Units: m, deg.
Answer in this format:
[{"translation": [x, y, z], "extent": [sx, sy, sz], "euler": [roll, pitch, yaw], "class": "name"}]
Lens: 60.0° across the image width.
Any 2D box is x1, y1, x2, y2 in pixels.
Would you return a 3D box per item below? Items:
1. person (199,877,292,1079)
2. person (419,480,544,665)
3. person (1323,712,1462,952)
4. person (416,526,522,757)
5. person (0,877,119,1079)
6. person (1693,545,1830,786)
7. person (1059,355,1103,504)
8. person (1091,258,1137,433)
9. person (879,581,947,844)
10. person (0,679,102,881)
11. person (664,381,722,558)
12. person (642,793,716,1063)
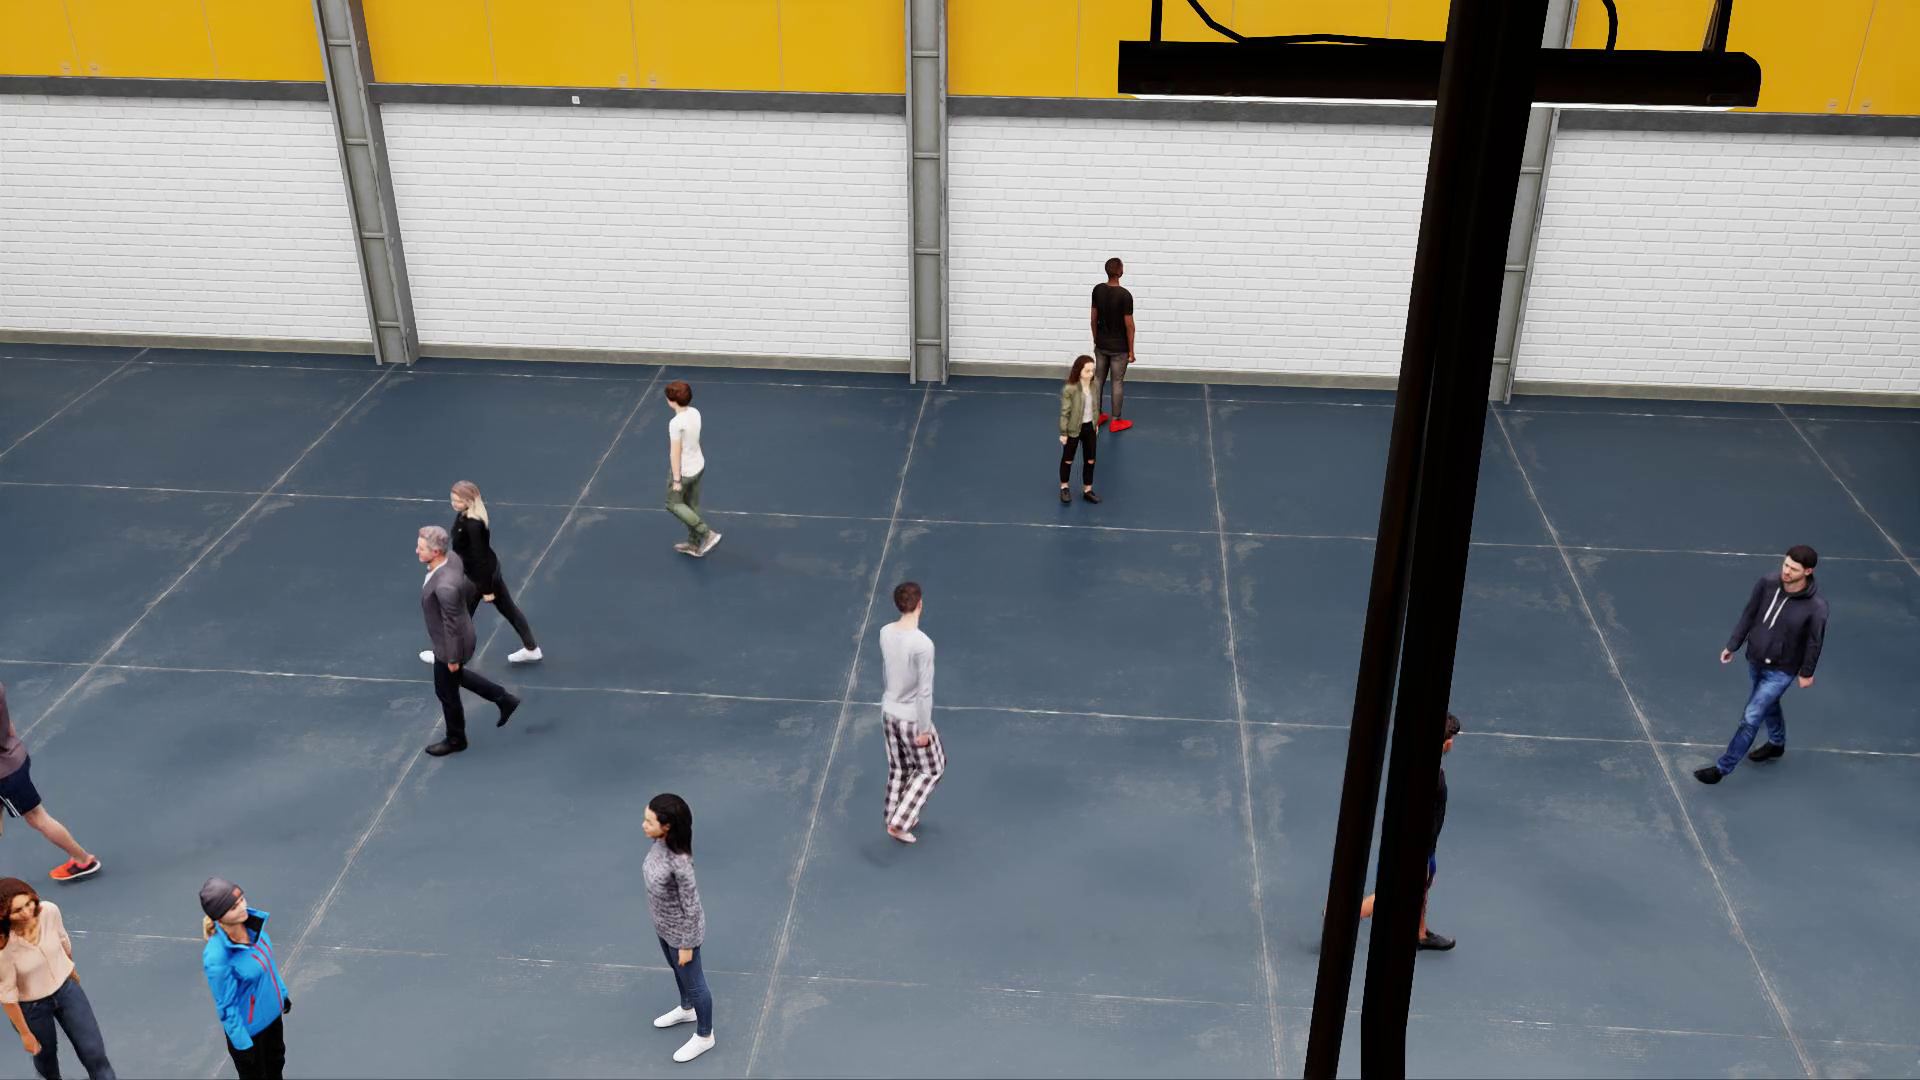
[{"translation": [-3.646, 2.470, 8.573], "extent": [0.519, 1.796, 0.619], "euler": [4, 29, 7], "class": "person"}, {"translation": [-3.550, 0.292, 12.738], "extent": [1.230, 1.630, 0.905], "euler": [-5, 29, -10], "class": "person"}, {"translation": [2.615, 1.761, 9.896], "extent": [1.040, 1.773, 0.596], "euler": [2, 29, 4], "class": "person"}, {"translation": [-3.539, 0.697, 11.798], "extent": [1.072, 1.821, 0.927], "euler": [-8, 30, -14], "class": "person"}, {"translation": [-4.856, 2.410, 8.742], "extent": [1.186, 1.739, 0.950], "euler": [15, 32, 26], "class": "person"}, {"translation": [5.695, 0.846, 11.520], "extent": [1.298, 1.825, 1.037], "euler": [-11, 30, -19], "class": "person"}, {"translation": [1.082, -1.044, 15.354], "extent": [0.726, 1.471, 0.795], "euler": [-12, 31, -21], "class": "person"}, {"translation": [1.519, -1.967, 16.697], "extent": [0.657, 1.806, 0.775], "euler": [20, 34, 32], "class": "person"}, {"translation": [-0.377, 1.187, 10.913], "extent": [0.962, 1.808, 0.910], "euler": [-21, 35, -33], "class": "person"}, {"translation": [-5.906, 1.448, 10.441], "extent": [1.249, 1.802, 0.983], "euler": [-10, 30, -17], "class": "person"}, {"translation": [-2.278, -0.577, 14.316], "extent": [0.805, 1.644, 0.697], "euler": [11, 31, 20], "class": "person"}, {"translation": [-1.568, 2.125, 9.271], "extent": [0.706, 1.733, 0.689], "euler": [-15, 32, -25], "class": "person"}]
